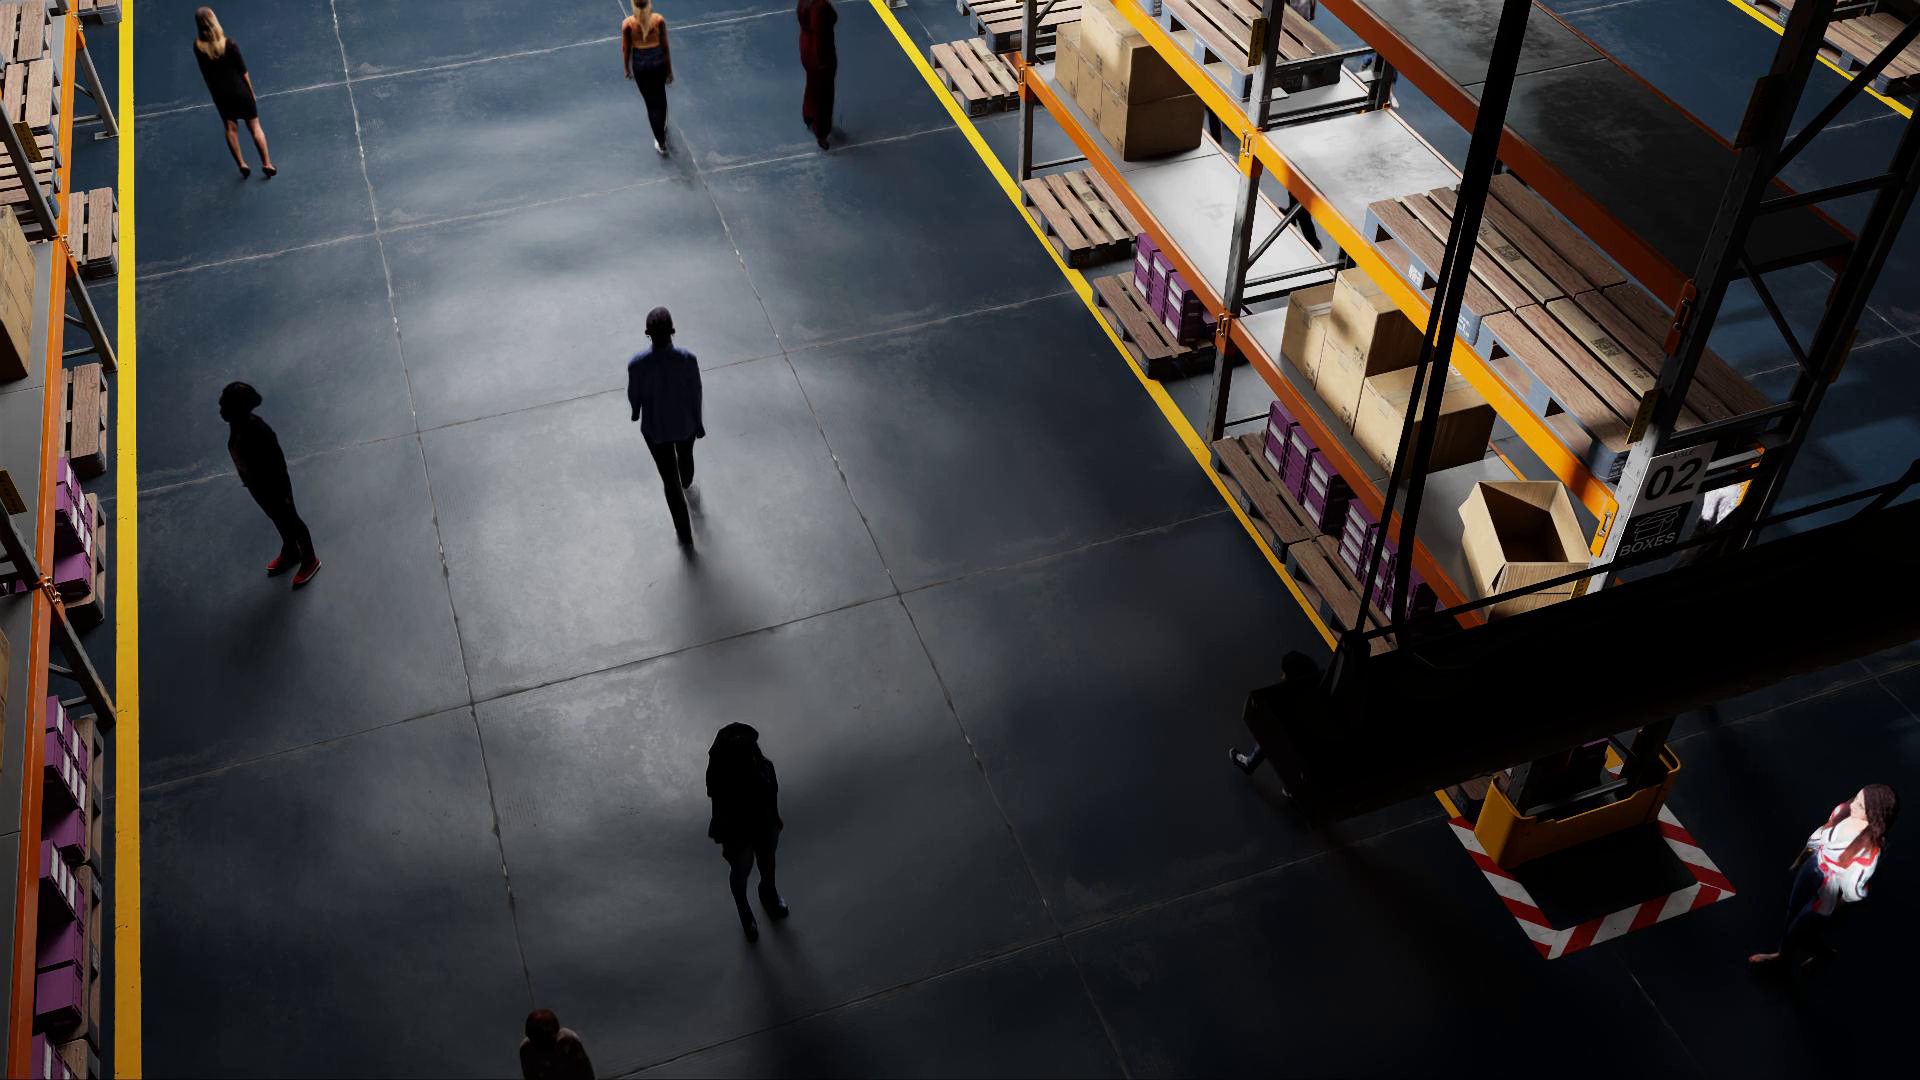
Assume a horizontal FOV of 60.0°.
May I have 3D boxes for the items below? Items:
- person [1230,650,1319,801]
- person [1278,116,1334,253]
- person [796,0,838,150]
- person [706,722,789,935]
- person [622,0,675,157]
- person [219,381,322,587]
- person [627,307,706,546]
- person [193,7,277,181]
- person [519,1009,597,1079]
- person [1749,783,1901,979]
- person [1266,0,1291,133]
[{"bbox_3d":[2.035,1.175,10.124,0.711,1.193,0.909,-30,51,-28],"label":"person"},{"bbox_3d":[3.038,-3.325,14.387,0.617,1.827,1.166,-13,45,-13],"label":"person"},{"bbox_3d":[-1.375,-4.560,15.759,0.804,1.724,0.569,0,44,0],"label":"person"},{"bbox_3d":[-1.180,1.621,9.347,0.689,1.618,0.671,-31,52,-28],"label":"person"},{"bbox_3d":[-2.903,-4.390,15.666,0.602,1.605,0.880,-14,45,-14],"label":"person"},{"bbox_3d":[-4.762,-0.411,11.440,0.658,1.674,0.747,25,49,24],"label":"person"},{"bbox_3d":[-2.033,-0.760,11.684,0.700,1.843,1.128,-11,45,-12],"label":"person"},{"bbox_3d":[-6.717,-4.096,15.309,0.598,1.672,0.576,-2,44,-2],"label":"person"},{"bbox_3d":[-2.058,2.700,8.531,0.532,1.182,0.646,-10,45,-11],"label":"person"},{"bbox_3d":[4.817,1.885,9.079,0.766,1.605,0.691,-1,44,-1],"label":"person"},{"bbox_3d":[2.870,-4.511,15.821,0.891,1.568,1.108,-30,51,-27],"label":"person"}]
